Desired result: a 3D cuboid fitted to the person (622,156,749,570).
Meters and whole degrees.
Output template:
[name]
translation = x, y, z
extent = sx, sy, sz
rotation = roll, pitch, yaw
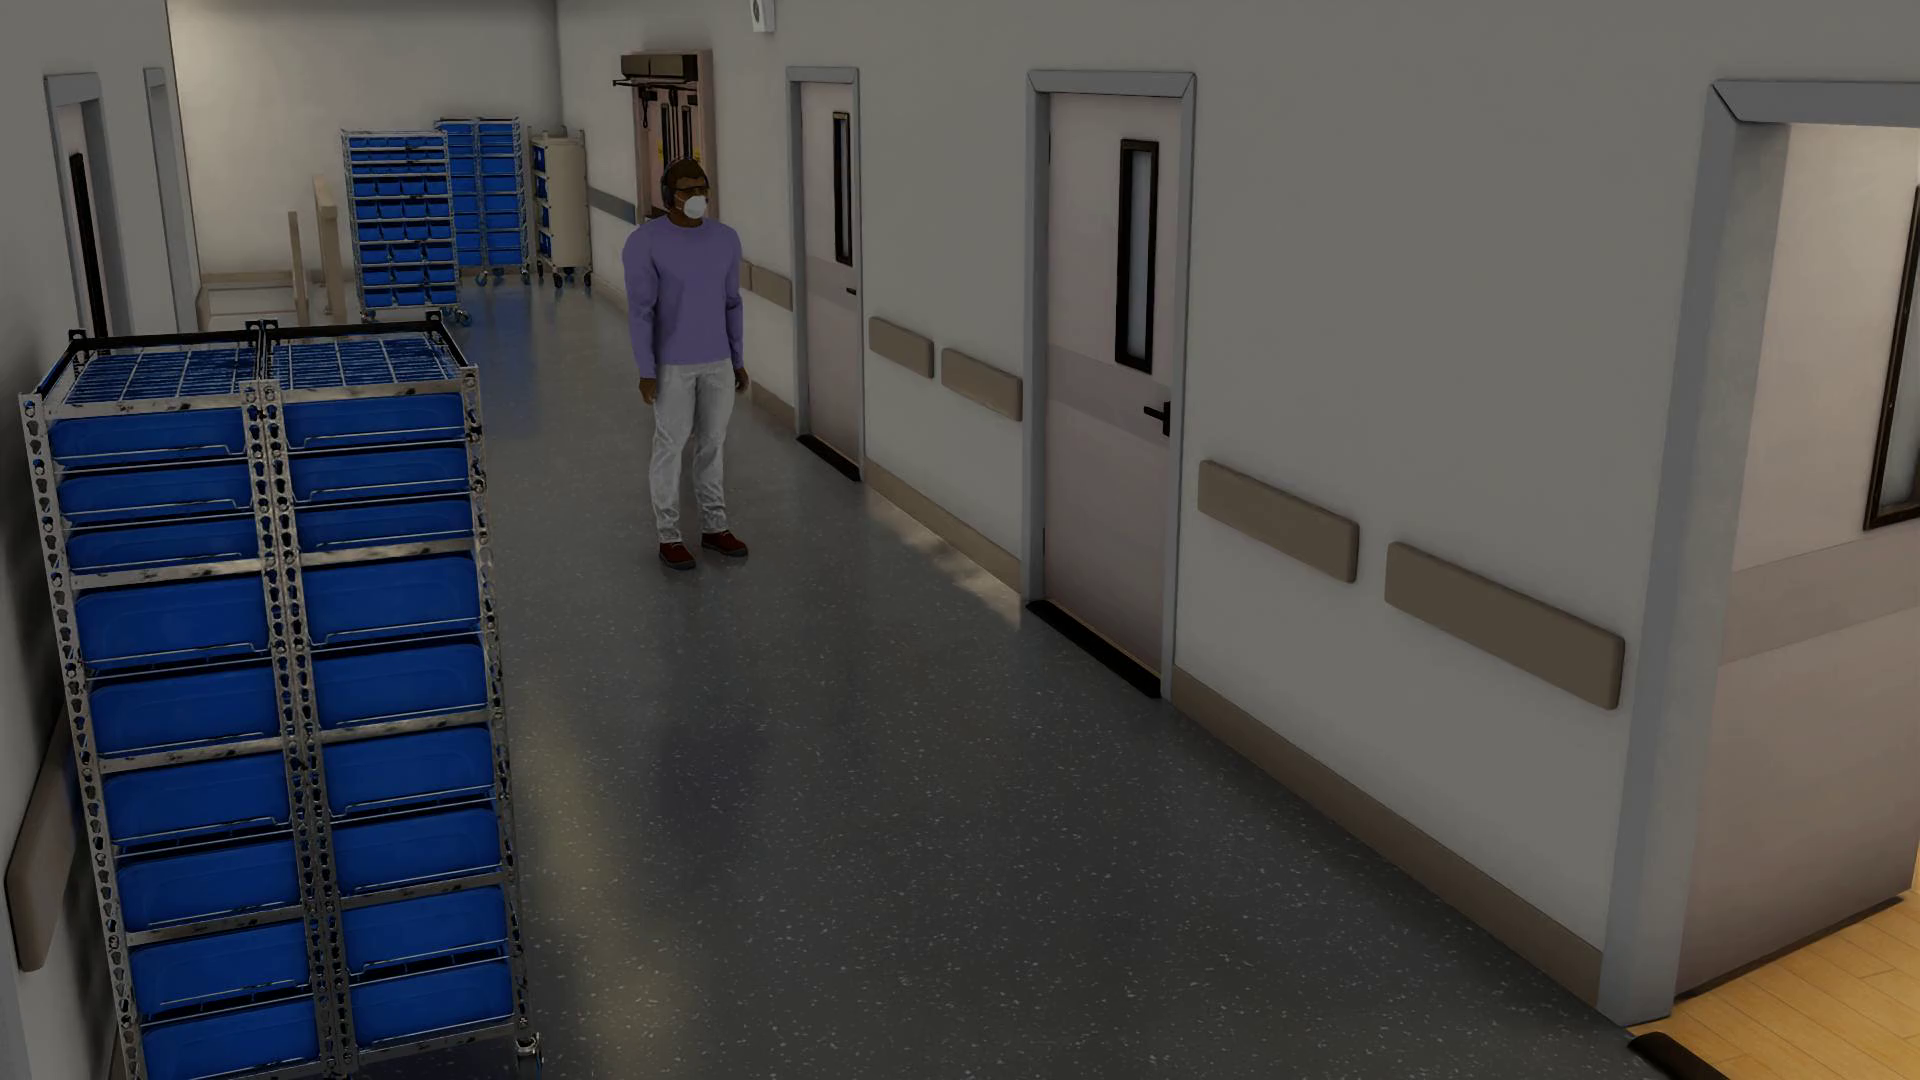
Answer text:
[person]
translation = -1.280, -0.841, 7.950
extent = 0.631, 1.940, 0.372
rotation = -15, 22, -41
